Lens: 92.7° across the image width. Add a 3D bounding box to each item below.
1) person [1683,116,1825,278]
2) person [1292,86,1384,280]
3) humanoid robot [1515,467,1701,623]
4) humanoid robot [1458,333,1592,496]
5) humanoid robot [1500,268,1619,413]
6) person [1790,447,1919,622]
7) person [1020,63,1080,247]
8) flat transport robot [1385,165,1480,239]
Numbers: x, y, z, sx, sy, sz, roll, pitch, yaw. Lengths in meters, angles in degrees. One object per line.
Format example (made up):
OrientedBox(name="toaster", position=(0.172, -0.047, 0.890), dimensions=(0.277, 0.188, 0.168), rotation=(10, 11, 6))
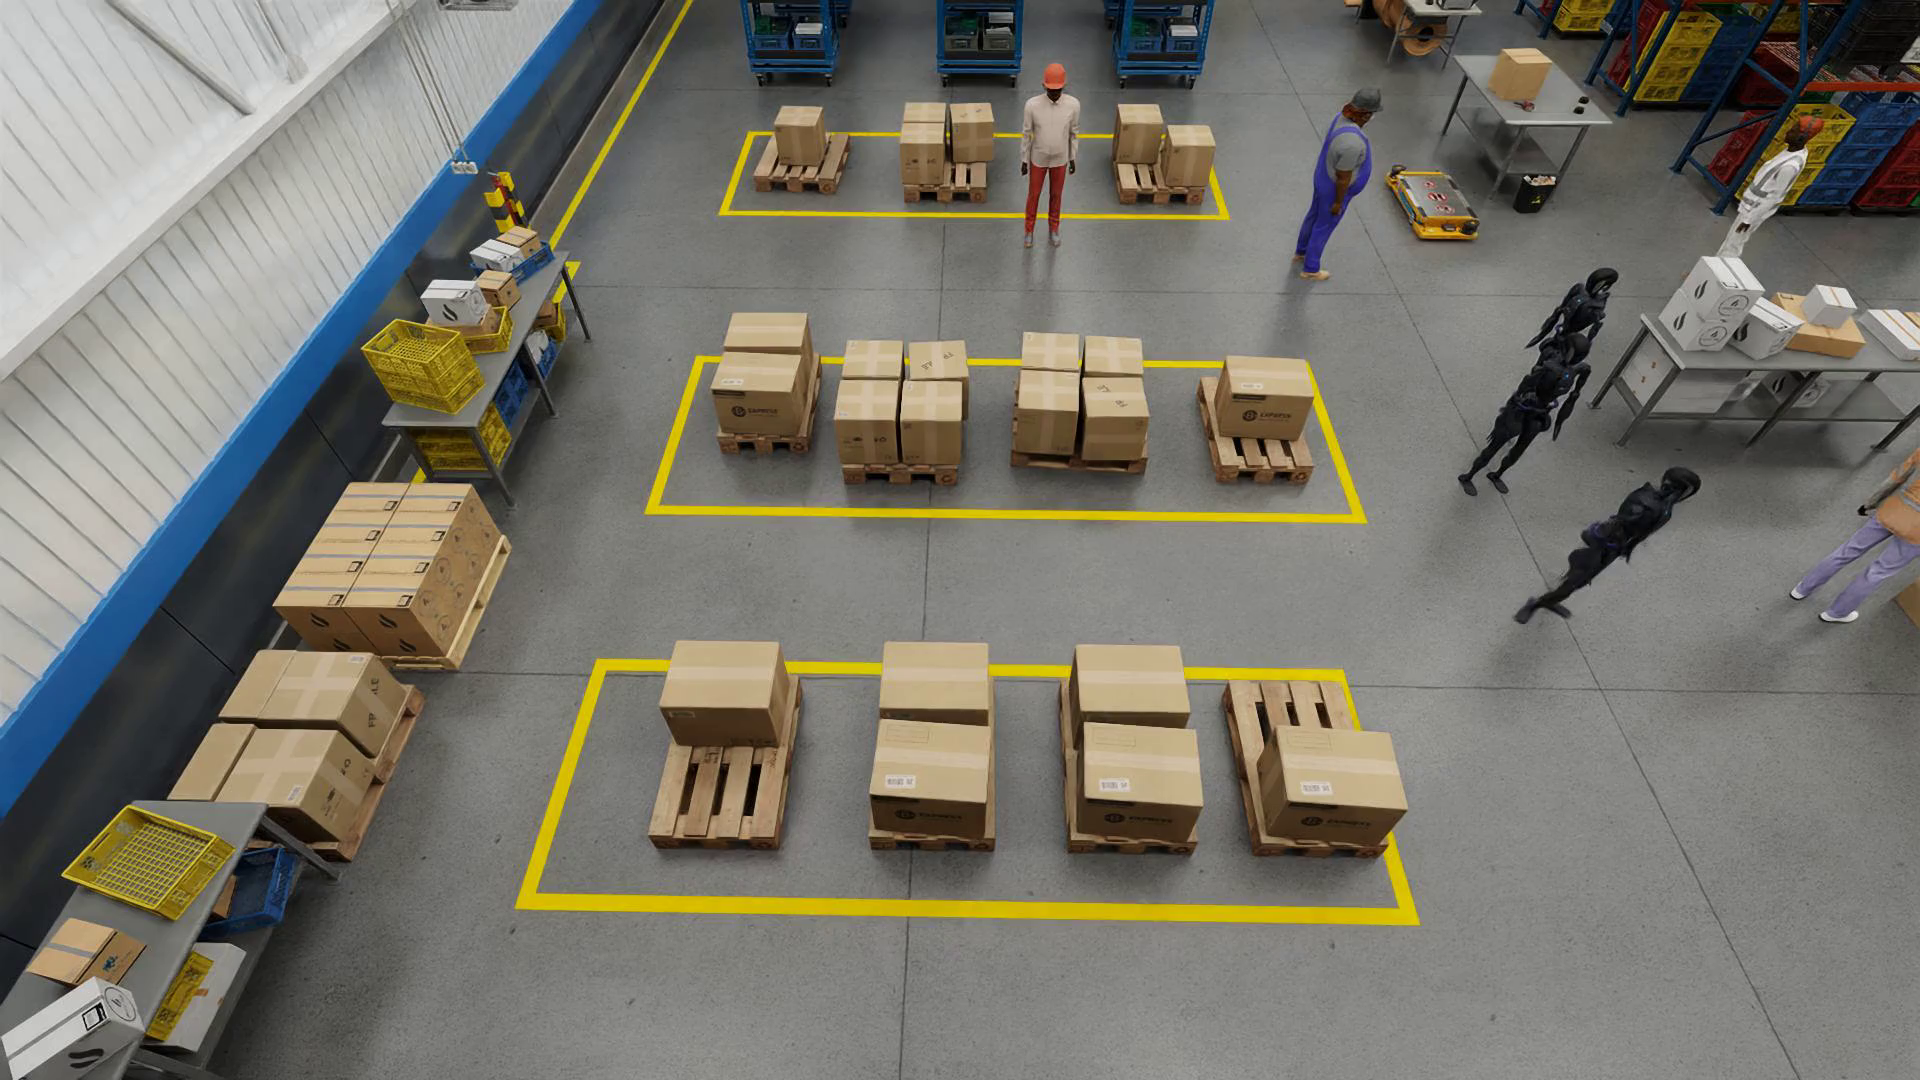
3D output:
OrientedBox(name="person", position=(8.128, -3.385, 9.396), dimensions=(0.361, 1.882, 0.574), rotation=(28, 55, 22))
OrientedBox(name="person", position=(3.967, -3.718, 9.581), dimensions=(0.536, 2.000, 0.678), rotation=(1, 49, 1))
OrientedBox(name="humanoid robot", position=(4.594, 0.069, 6.544), dimensions=(0.644, 1.643, 0.370), rotation=(-20, 52, -17))
OrientedBox(name="humanoid robot", position=(4.633, -0.992, 7.460), dimensions=(0.568, 1.650, 0.339), rotation=(-4, 49, -4))
OrientedBox(name="humanoid robot", position=(5.252, -1.661, 8.041), dimensions=(0.327, 1.658, 0.578), rotation=(0, 49, 0))
OrientedBox(name="person", position=(6.782, -0.125, 6.545), dimensions=(0.366, 1.928, 0.585), rotation=(-16, 51, -13))
OrientedBox(name="person", position=(0.969, -4.154, 9.988), dimensions=(0.622, 1.992, 0.388), rotation=(-3, 49, -3))
OrientedBox(name="flat transport robot", position=(5.692, -4.094, 11.059), dimensions=(0.652, 0.197, 1.431), rotation=(1, 49, 1))
